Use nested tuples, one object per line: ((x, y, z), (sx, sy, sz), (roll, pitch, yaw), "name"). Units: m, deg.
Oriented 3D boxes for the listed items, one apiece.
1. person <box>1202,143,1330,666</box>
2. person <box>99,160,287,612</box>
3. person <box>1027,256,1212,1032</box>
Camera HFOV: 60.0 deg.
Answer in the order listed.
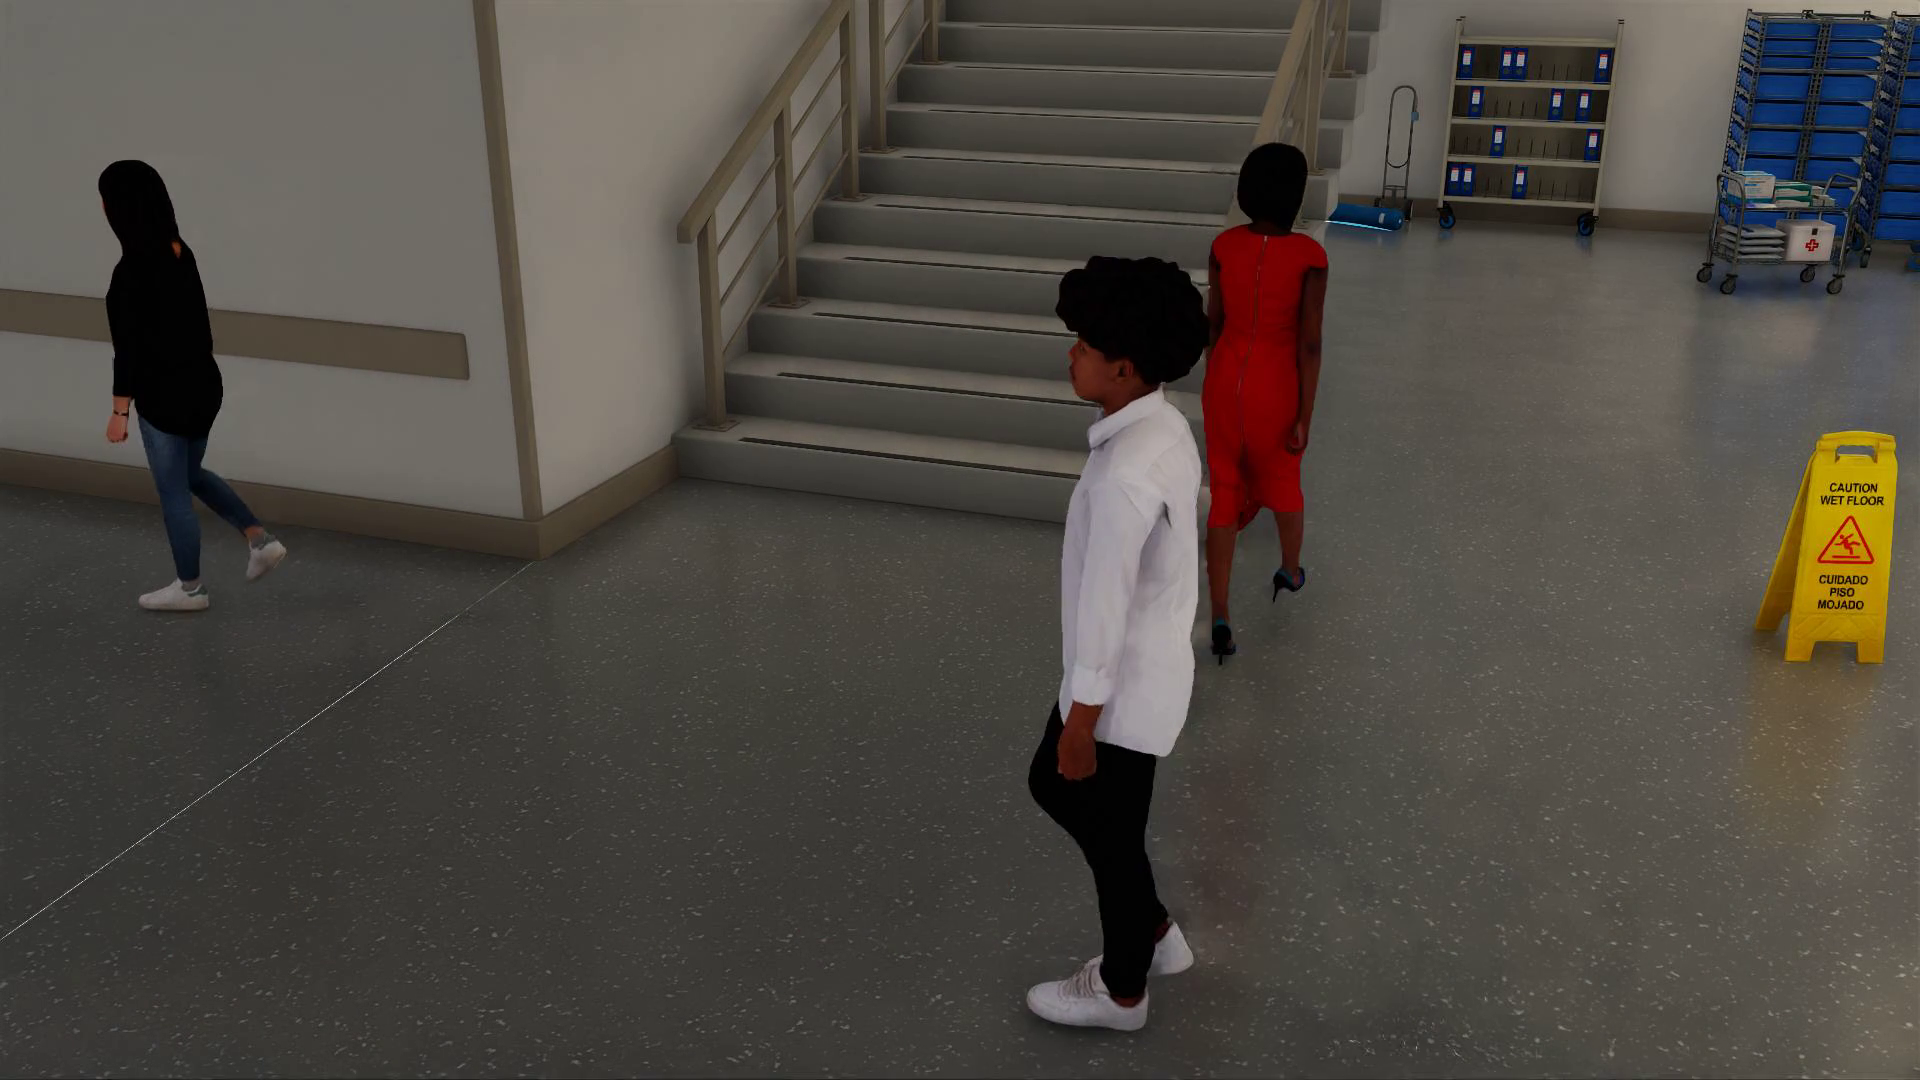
((0.949, -0.408, 5.527), (0.644, 1.714, 1.026), (9, 22, 22), "person")
((-2.752, -0.521, 5.937), (0.764, 1.637, 0.778), (2, 21, 5), "person")
((0.422, 0.285, 3.572), (0.752, 1.803, 0.618), (4, 21, 11), "person")
